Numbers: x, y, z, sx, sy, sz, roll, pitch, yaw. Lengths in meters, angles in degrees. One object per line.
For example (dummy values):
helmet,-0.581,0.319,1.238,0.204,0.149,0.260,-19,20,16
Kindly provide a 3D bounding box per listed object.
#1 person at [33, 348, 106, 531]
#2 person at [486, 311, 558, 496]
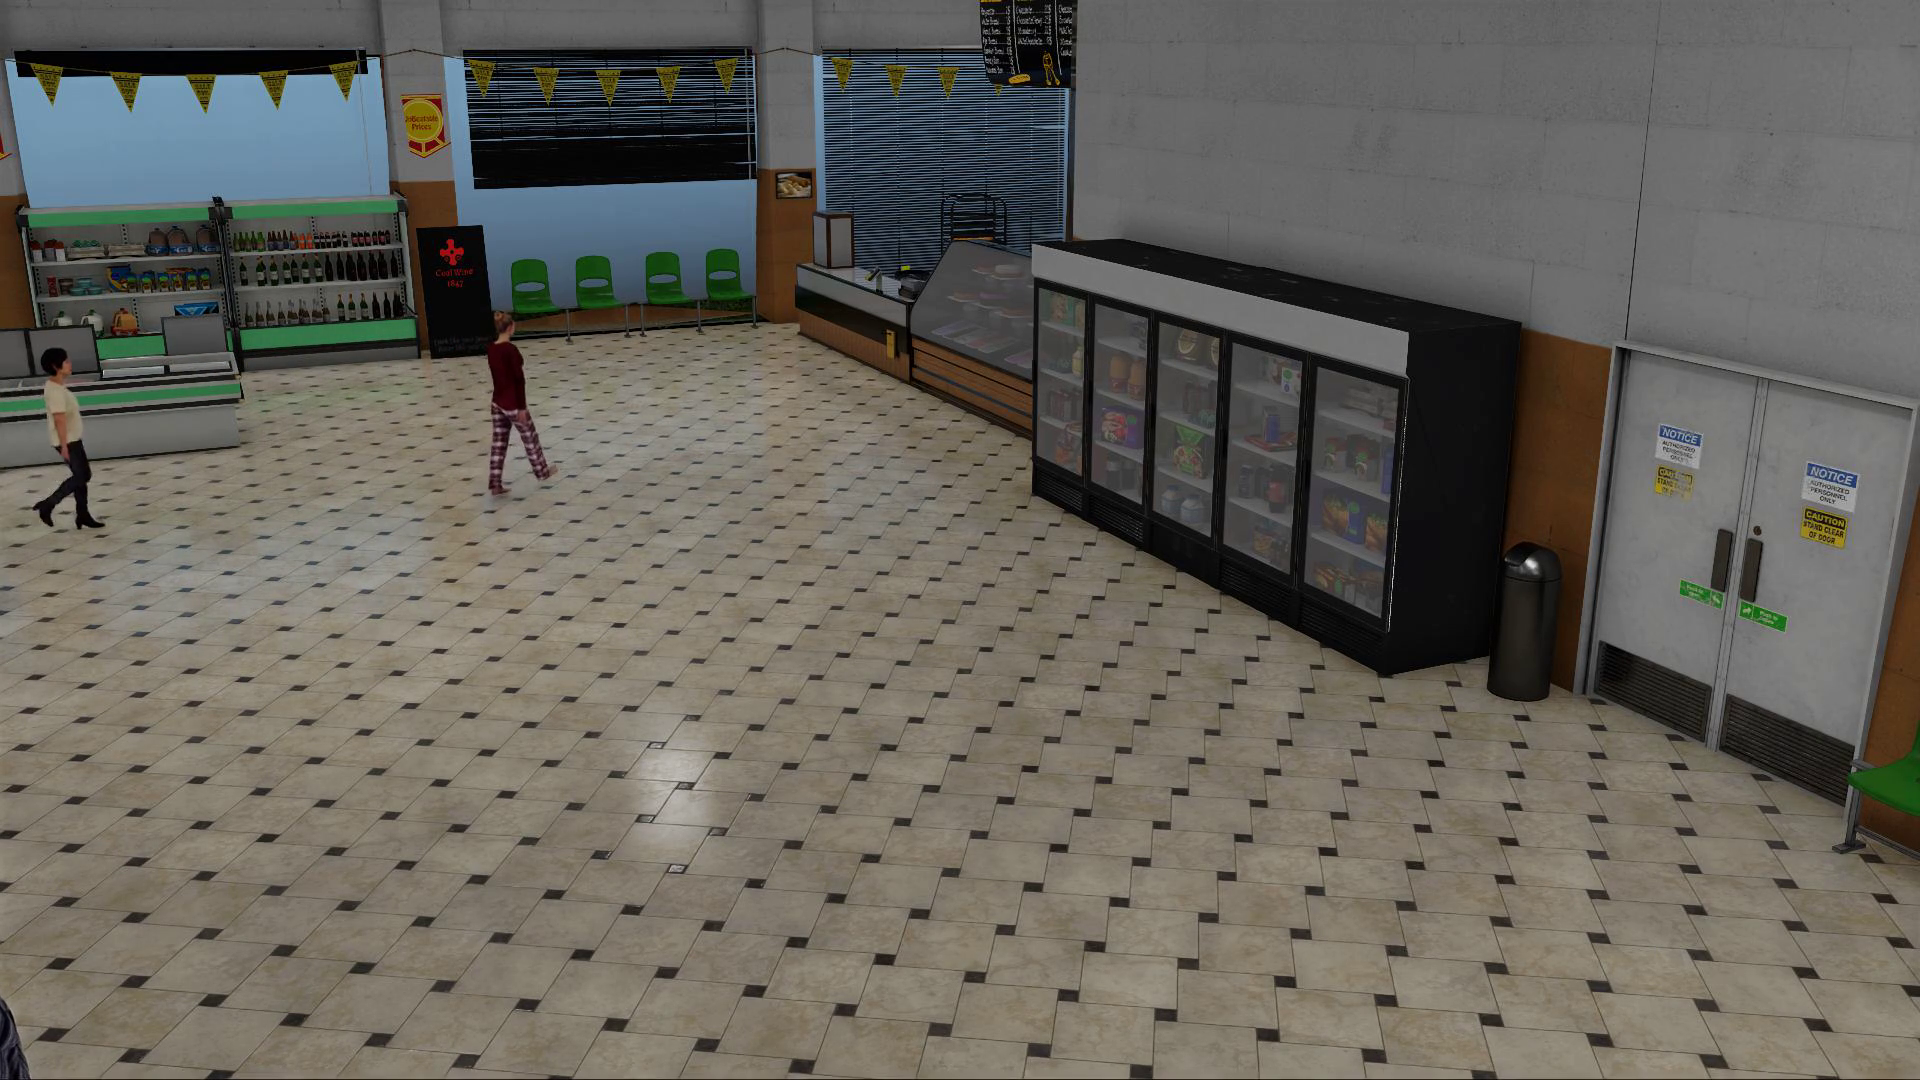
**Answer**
person,-7.580,-0.818,13.999,0.748,1.576,0.617,-9,19,-28
person,-4.164,-1.212,15.151,1.011,1.661,1.150,10,19,29
